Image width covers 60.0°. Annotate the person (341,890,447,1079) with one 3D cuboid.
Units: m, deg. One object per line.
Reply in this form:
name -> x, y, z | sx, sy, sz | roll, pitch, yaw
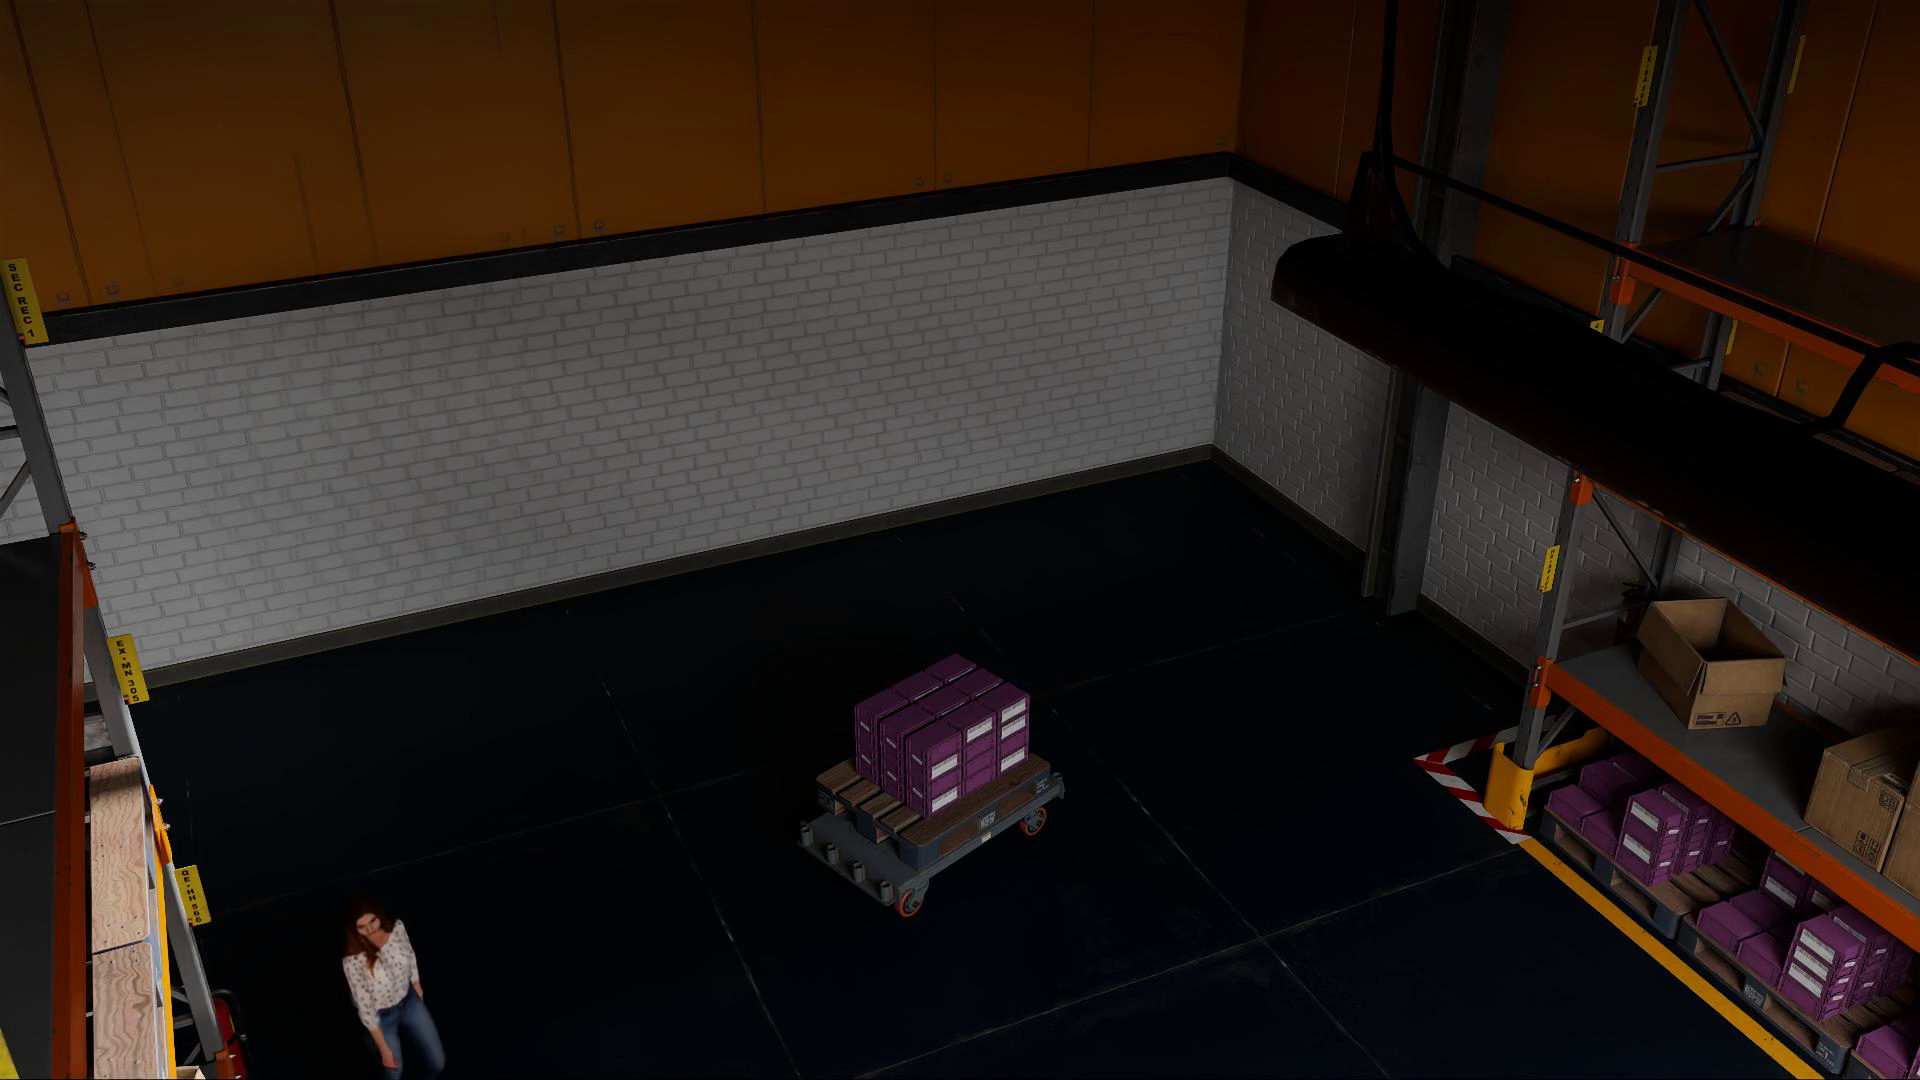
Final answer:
person -> -3.029, 2.453, 8.654 | 0.755, 1.707, 0.706 | 18, 33, 29
